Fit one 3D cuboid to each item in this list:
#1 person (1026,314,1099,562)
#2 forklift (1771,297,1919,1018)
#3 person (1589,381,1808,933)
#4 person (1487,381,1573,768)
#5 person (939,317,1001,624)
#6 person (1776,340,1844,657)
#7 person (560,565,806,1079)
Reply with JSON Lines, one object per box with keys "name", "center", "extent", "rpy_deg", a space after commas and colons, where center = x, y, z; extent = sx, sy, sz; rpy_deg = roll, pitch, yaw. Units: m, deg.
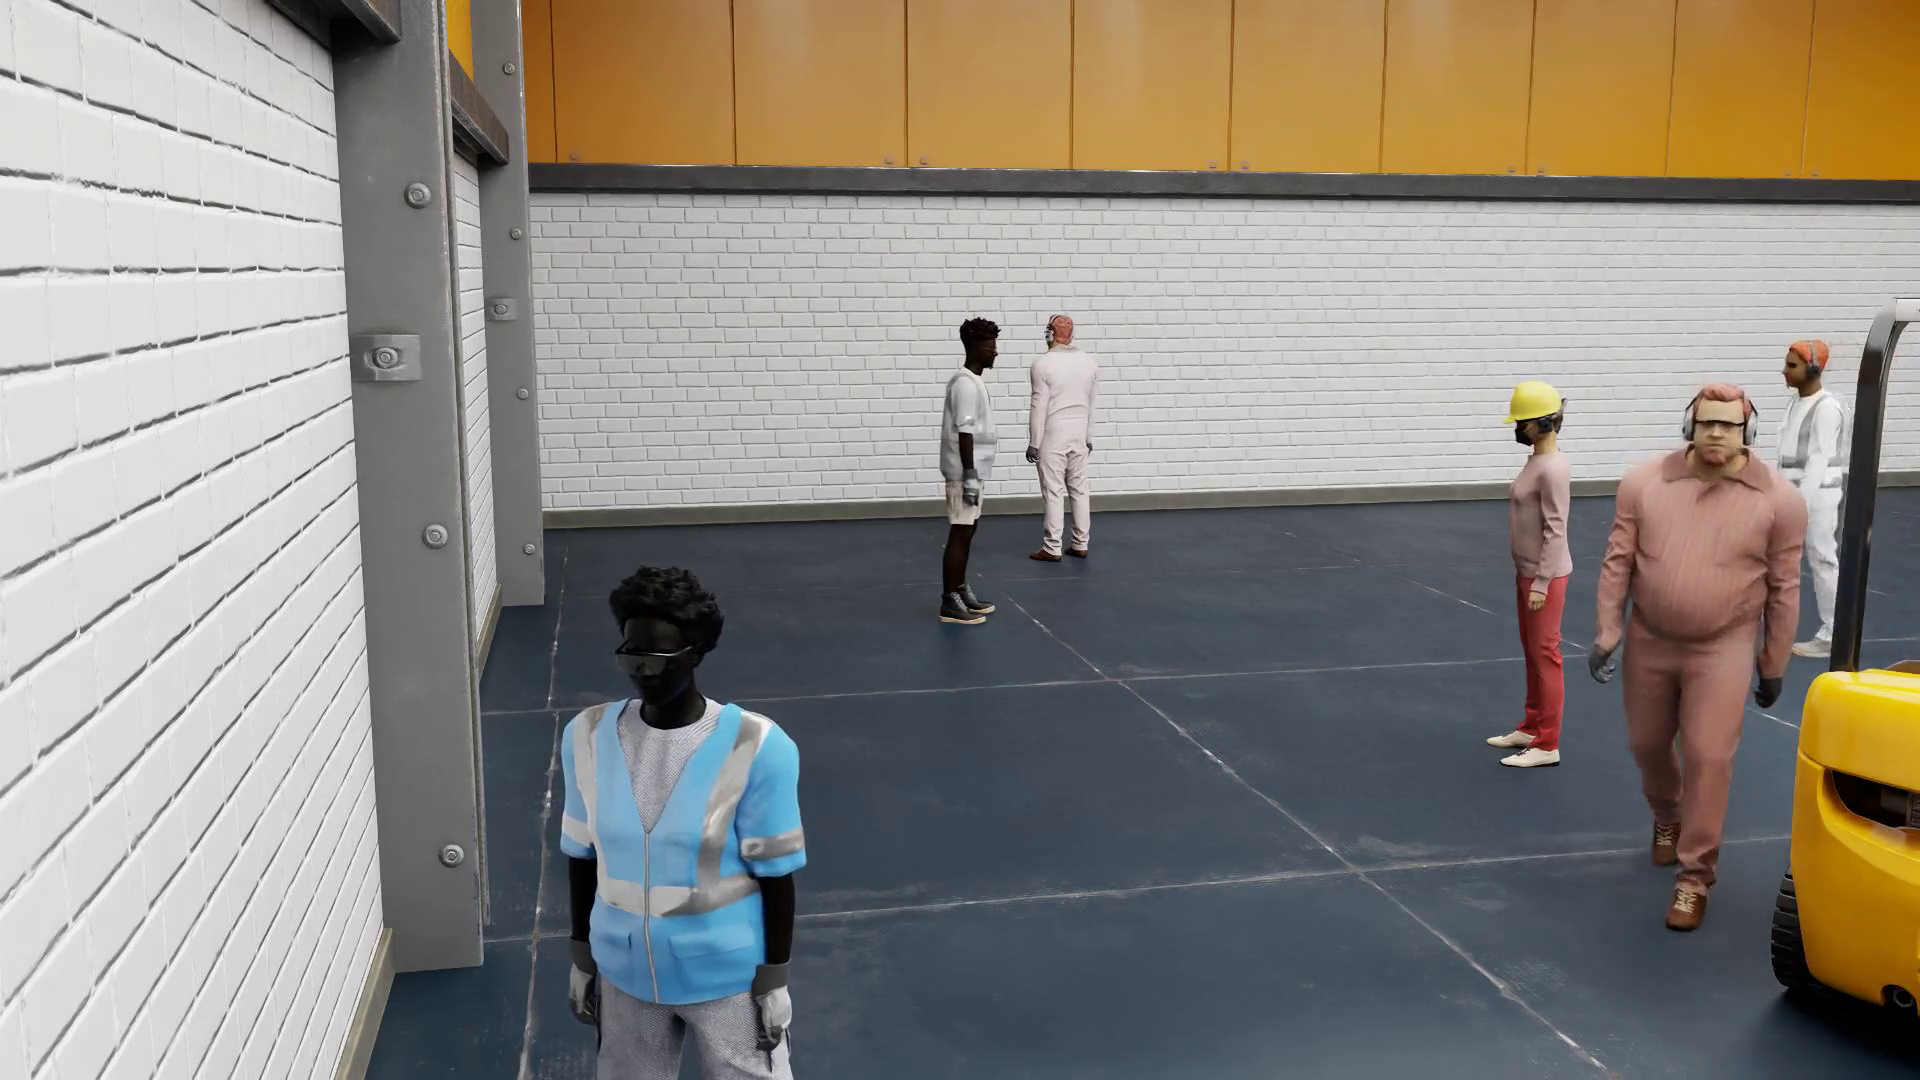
{"name": "person", "center": [0.763, -0.785, 12.870], "extent": [0.645, 1.907, 0.400], "rpy_deg": [-7, 11, -36]}
{"name": "forklift", "center": [3.542, 0.334, 5.177], "extent": [2.313, 2.155, 1.214], "rpy_deg": [-9, 13, -43]}
{"name": "person", "center": [2.632, 0.364, 5.960], "extent": [0.654, 1.876, 0.869], "rpy_deg": [7, 12, 37]}
{"name": "person", "center": [2.610, 0.157, 7.583], "extent": [0.328, 1.760, 0.524], "rpy_deg": [2, 9, 9]}
{"name": "person", "center": [0.068, -0.449, 10.691], "extent": [0.387, 1.958, 0.602], "rpy_deg": [1, 9, 9]}
{"name": "person", "center": [4.751, -0.224, 9.624], "extent": [0.924, 1.843, 0.611], "rpy_deg": [1, 9, 5]}
{"name": "person", "center": [-0.568, 0.877, 3.402], "extent": [0.536, 1.690, 0.321], "rpy_deg": [3, 10, 16]}
